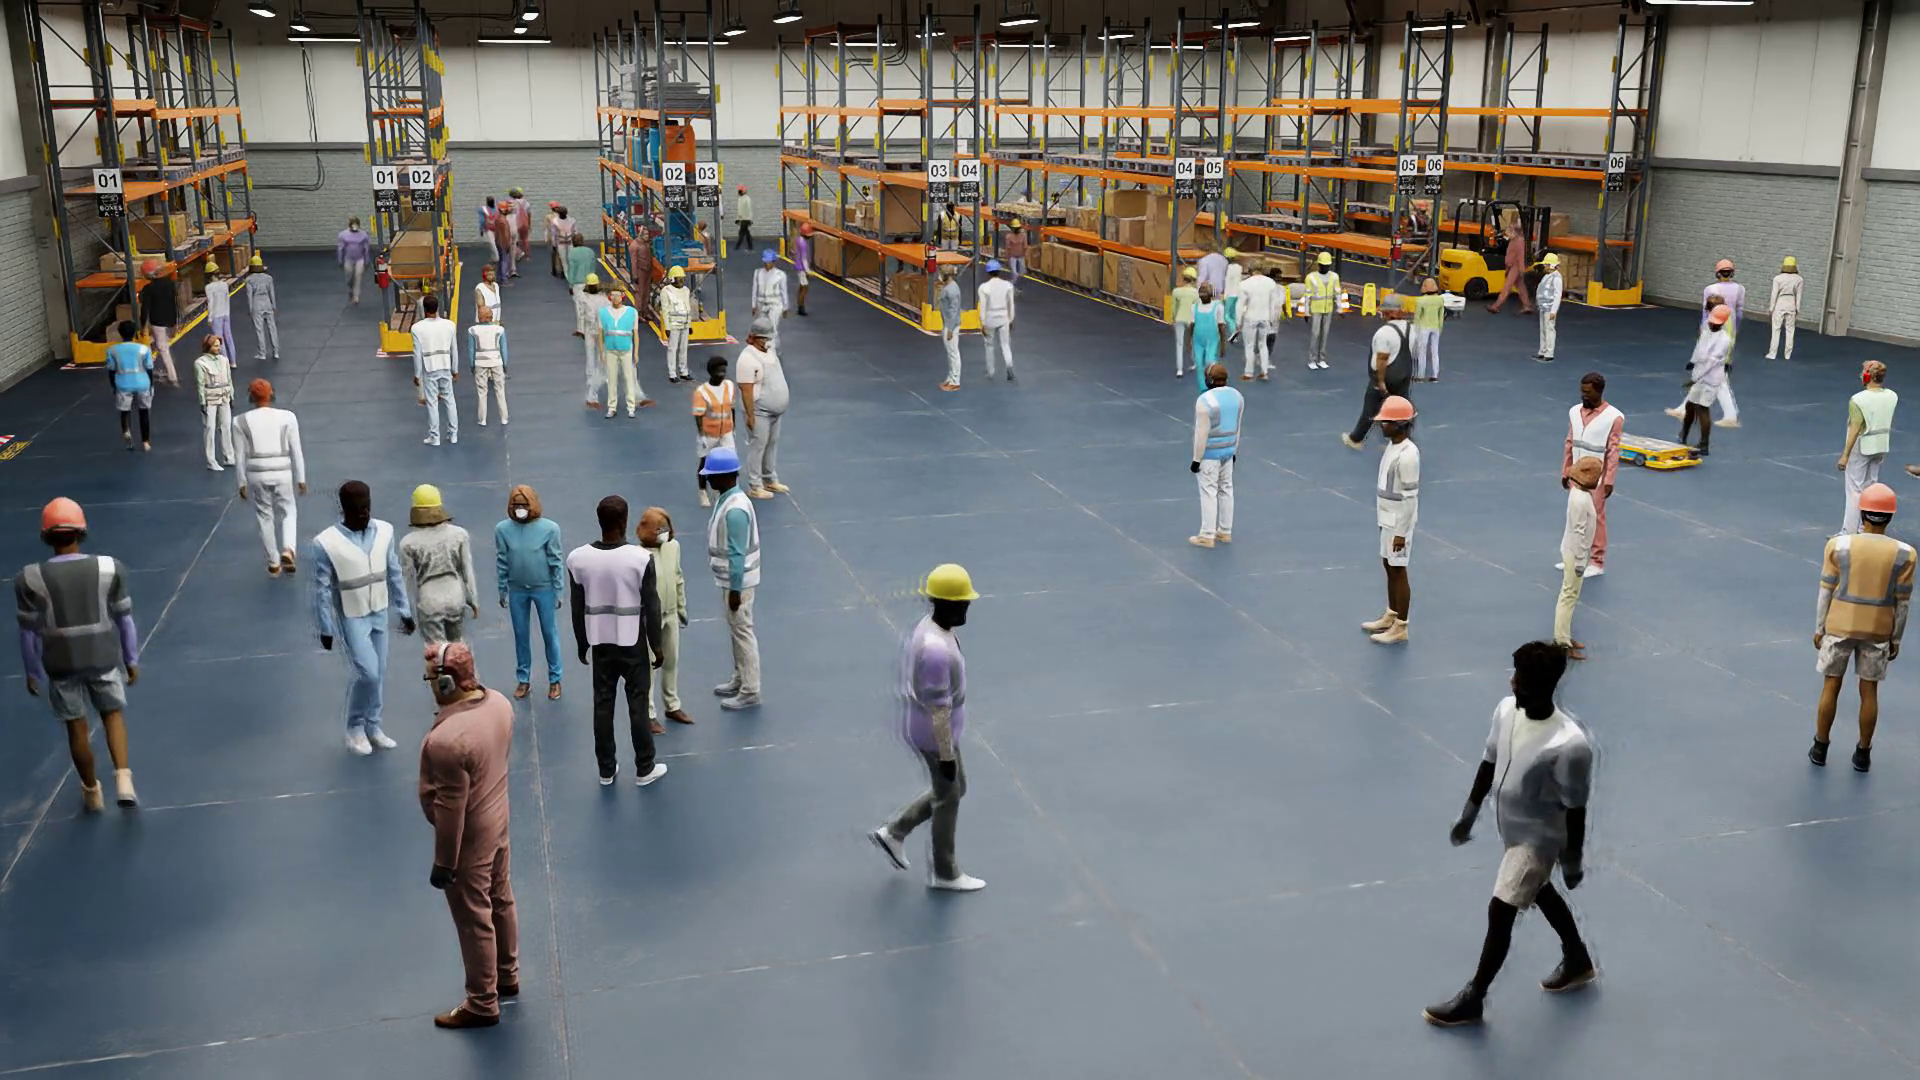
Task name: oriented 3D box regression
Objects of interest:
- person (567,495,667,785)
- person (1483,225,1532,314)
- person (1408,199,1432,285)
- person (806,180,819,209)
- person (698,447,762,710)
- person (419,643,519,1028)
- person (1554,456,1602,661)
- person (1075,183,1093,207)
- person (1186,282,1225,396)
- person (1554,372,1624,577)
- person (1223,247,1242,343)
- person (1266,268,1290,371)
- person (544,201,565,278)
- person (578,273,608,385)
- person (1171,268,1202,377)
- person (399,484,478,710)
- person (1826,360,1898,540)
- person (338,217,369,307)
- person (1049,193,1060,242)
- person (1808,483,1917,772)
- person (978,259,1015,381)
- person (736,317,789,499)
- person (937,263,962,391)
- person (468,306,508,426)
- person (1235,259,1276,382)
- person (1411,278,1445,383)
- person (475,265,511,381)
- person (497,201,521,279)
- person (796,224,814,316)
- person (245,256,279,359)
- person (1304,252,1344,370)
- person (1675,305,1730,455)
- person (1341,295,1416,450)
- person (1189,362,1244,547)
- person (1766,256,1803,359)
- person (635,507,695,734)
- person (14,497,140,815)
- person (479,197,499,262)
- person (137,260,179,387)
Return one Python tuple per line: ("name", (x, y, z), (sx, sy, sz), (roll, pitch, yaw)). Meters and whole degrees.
("person", (-2.200, 0.660, 10.701), (0.587, 1.914, 0.391), (2, 15, 7))
("person", (11.370, -5.554, 34.248), (1.028, 1.838, 0.701), (3, 15, 10))
("person", (10.979, -7.112, 39.742), (0.607, 2.028, 0.510), (-1, 15, -4))
("person", (-4.606, -10.264, 51.760), (0.373, 1.934, 0.551), (7, 16, 25))
("person", (-1.666, 0.269, 12.133), (0.420, 1.938, 0.604), (-4, 15, -15))
("person", (-2.359, 1.396, 7.948), (0.410, 1.905, 0.640), (2, 15, 8))
("person", (4.918, 0.129, 13.236), (0.289, 1.632, 0.498), (5, 16, 18))
("person", (3.733, -9.863, 50.372), (0.587, 1.892, 0.985), (7, 17, 26))
("person", (3.480, -2.770, 23.778), (0.539, 1.819, 0.614), (7, 17, 26))
("person", (5.888, -0.622, 15.539), (0.398, 1.908, 0.598), (-8, 17, -27))
("person", (4.970, -4.434, 30.178), (0.552, 1.747, 0.524), (-13, 19, -39))
("person", (5.151, -3.616, 27.230), (0.552, 1.671, 0.559), (-13, 20, -40))
("person", (-10.010, -7.466, 41.347), (0.644, 1.856, 1.025), (-3, 15, -10))
("person", (-5.655, -3.268, 25.825), (0.485, 1.736, 0.322), (-4, 15, -14))
("person", (3.649, -3.506, 26.772), (0.535, 1.703, 0.960), (5, 16, 17))
("person", (-3.732, 0.447, 11.851), (0.516, 1.722, 0.537), (-10, 18, -33))
("person", (9.023, -0.867, 16.571), (0.569, 1.844, 0.378), (-6, 16, -23))
("person", (-13.030, -6.000, 35.807), (0.661, 1.898, 0.749), (-6, 16, -21))
("person", (2.595, -8.583, 45.595), (0.328, 1.861, 0.501), (10, 18, 34))
("person", (5.944, 0.576, 10.996), (0.539, 1.929, 0.389), (6, 16, 20))
("person", (0.594, -3.418, 26.019), (0.614, 1.926, 0.759), (-4, 15, -15))
("person", (-2.170, -1.482, 18.514), (0.536, 2.000, 0.687), (6, 16, 20))
("person", (-0.153, -3.236, 25.318), (0.372, 1.936, 0.629), (-1, 15, -4))
("person", (-6.408, -2.363, 22.622), (0.512, 1.630, 0.318), (-4, 16, -16))
("person", (4.622, -3.430, 26.044), (0.658, 1.932, 0.382), (-4, 16, -16))
("person", (7.337, -3.278, 26.075), (0.500, 1.629, 0.287), (-4, 15, -13))
("person", (-7.406, -3.411, 26.181), (0.401, 1.831, 0.572), (4, 15, 13))
("person", (-11.165, -7.433, 41.188), (0.399, 1.899, 0.647), (6, 16, 23))
("person", (-3.175, -5.571, 34.223), (0.376, 1.892, 0.730), (-1, 15, -4))
("person", (-11.963, -3.974, 28.462), (0.319, 1.742, 0.492), (14, 20, 41))
("person", (5.963, -3.776, 27.372), (0.601, 1.919, 0.422), (-4, 15, -16))
("person", (9.247, -2.005, 20.797), (0.508, 1.890, 0.697), (0, 15, -1))
("person", (5.306, -2.098, 20.833), (0.693, 2.000, 0.997), (-9, 17, -31))
("person", (2.518, -0.852, 16.527), (0.634, 1.841, 0.429), (-13, 19, -39))
("person", (14.092, -3.967, 28.436), (0.494, 1.741, 0.301), (2, 15, 7))
("person", (-2.111, 0.554, 11.650), (0.296, 1.622, 0.511), (10, 18, 34))
("person", (-5.382, 0.739, 10.181), (0.624, 2.030, 0.475), (-10, 18, -33))
("person", (-12.562, -8.357, 44.900), (0.702, 1.784, 0.924), (-11, 19, -36))
("person", (-12.509, -3.347, 25.715), (0.822, 1.943, 0.650), (2, 15, 8))
